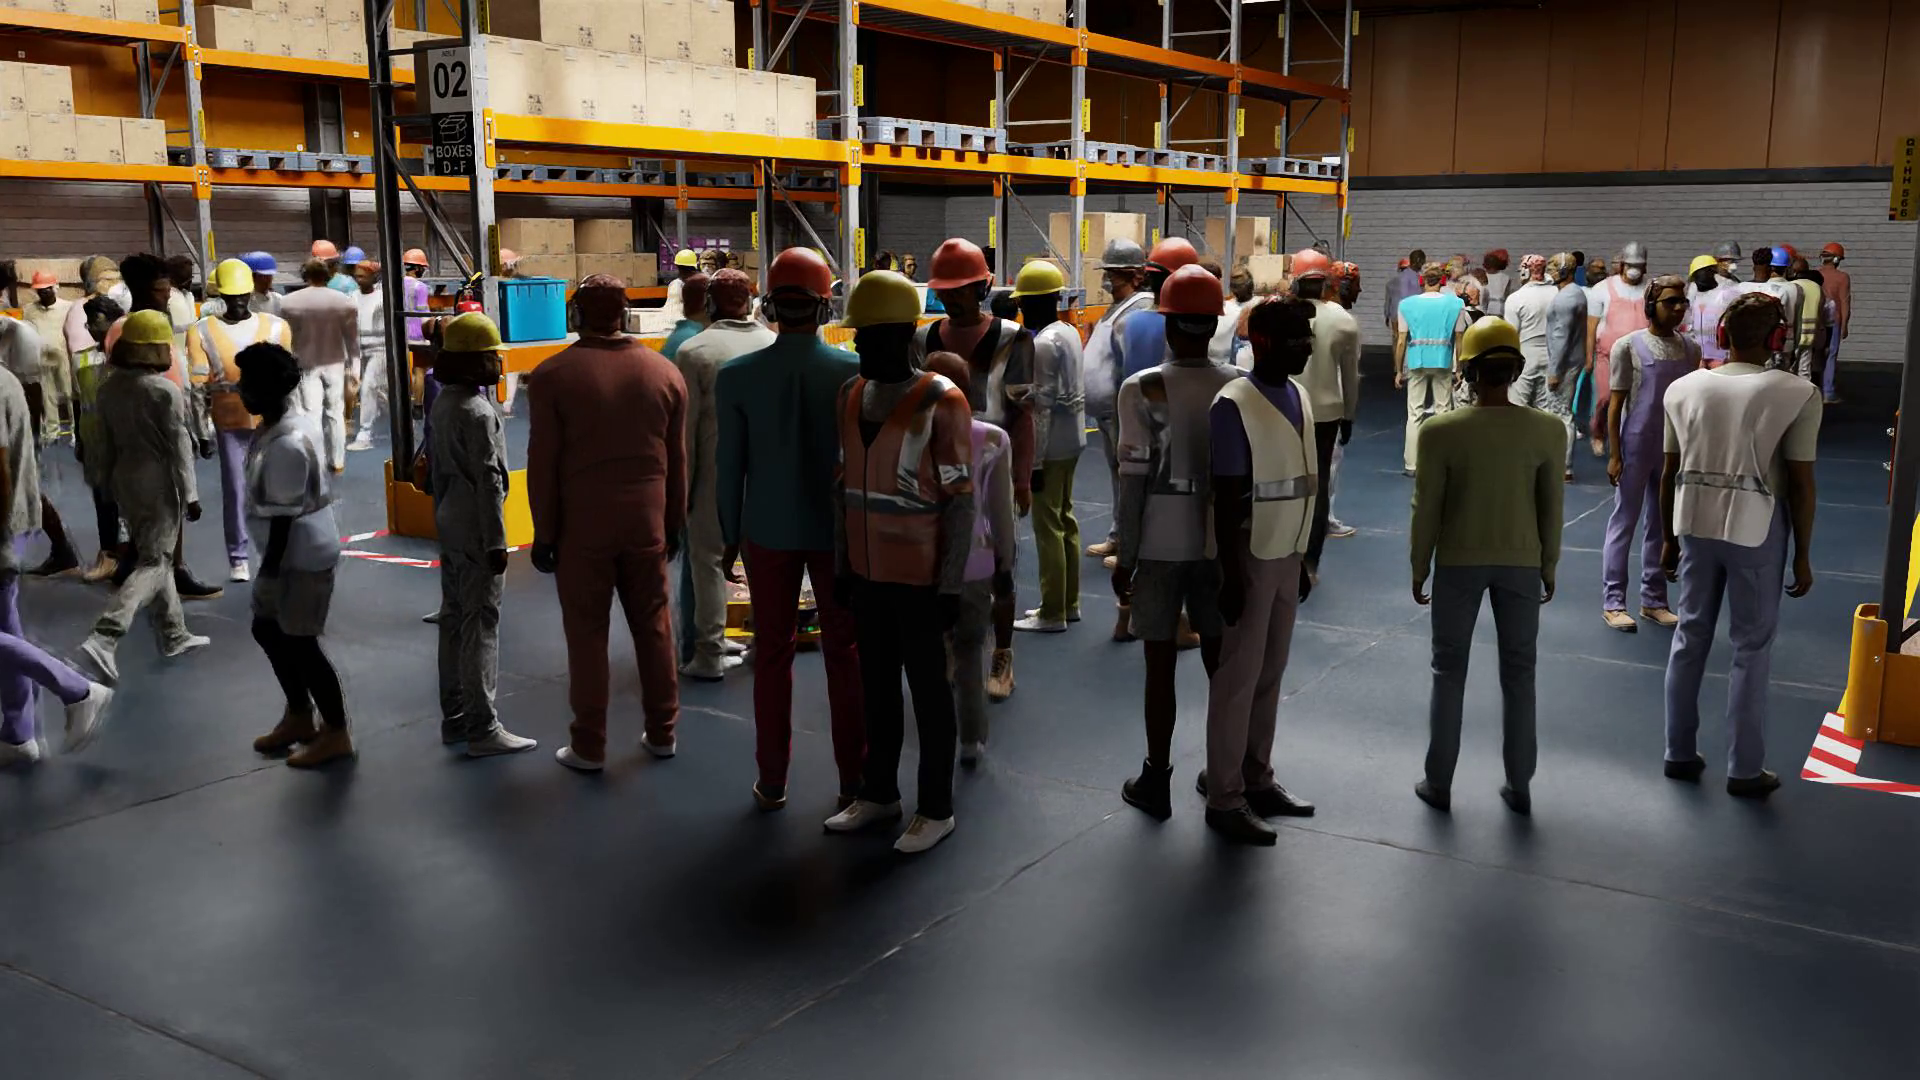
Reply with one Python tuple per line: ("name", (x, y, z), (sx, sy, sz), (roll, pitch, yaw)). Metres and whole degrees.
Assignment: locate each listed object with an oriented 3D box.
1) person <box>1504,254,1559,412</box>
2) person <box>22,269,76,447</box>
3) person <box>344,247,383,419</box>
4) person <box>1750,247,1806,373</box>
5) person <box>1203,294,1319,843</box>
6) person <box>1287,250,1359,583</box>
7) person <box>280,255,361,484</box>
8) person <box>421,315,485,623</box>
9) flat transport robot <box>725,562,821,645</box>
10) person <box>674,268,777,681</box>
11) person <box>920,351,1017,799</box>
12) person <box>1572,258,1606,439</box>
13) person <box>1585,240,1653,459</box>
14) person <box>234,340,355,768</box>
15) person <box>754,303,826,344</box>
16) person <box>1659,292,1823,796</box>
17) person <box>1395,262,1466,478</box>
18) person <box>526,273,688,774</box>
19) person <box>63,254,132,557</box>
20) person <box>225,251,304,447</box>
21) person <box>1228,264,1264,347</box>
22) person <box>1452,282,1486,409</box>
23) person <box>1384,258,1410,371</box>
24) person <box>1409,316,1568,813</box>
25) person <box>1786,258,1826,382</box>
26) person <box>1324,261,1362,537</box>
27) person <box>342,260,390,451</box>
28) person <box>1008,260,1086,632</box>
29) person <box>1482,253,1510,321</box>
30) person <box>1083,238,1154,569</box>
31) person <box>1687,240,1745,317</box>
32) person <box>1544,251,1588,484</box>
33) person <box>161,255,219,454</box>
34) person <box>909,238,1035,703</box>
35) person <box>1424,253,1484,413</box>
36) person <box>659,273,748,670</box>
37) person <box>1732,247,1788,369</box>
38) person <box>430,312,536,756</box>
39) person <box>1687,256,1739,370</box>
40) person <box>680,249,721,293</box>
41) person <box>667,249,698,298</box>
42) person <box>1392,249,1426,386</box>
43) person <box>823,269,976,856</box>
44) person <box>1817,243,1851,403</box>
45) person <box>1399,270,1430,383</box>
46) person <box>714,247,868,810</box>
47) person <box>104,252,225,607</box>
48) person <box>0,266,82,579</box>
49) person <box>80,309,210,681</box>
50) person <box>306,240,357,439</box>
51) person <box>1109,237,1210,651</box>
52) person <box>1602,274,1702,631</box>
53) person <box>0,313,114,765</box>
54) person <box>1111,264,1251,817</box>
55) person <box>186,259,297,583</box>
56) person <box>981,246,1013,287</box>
("person", (4.962, -1.528, 14.505), (0.647, 1.900, 0.400), (-3, 11, -18))
("person", (-8.874, -1.771, 16.277), (0.569, 1.741, 0.353), (-1, 10, -4))
("person", (-6.799, -2.333, 18.821), (0.615, 1.942, 0.408), (-3, 11, -16))
("person", (7.955, -1.886, 16.328), (0.614, 1.949, 0.382), (-2, 10, -12))
("person", (1.025, 0.084, 5.713), (0.374, 1.841, 0.575), (7, 13, 35))
("person", (2.082, -0.770, 10.124), (0.655, 1.949, 0.991), (0, 10, 2))
("person", (-5.372, -1.427, 13.962), (0.636, 1.912, 0.896), (-6, 12, -30))
("person", (-2.678, -0.378, 8.867), (0.313, 1.630, 0.528), (2, 10, 12))
("flat transport robot", (-1.104, 0.306, 8.838), (0.652, 0.197, 1.431), (-1, 10, -8))
("person", (-1.056, -0.302, 7.727), (0.653, 1.894, 0.400), (-8, 13, -39))
("person", (-0.076, 0.107, 6.214), (0.533, 1.609, 0.708), (-2, 10, -12))
("person", (6.420, -1.941, 16.955), (0.514, 1.838, 0.373), (-1, 10, -6))
("person", (6.033, -1.698, 15.037), (0.701, 2.000, 0.540), (2, 10, 9))
("person", (-2.540, 0.067, 6.306), (0.417, 1.659, 0.593), (-6, 12, -30))
("person", (-1.243, -1.162, 12.397), (0.586, 1.923, 0.371), (4, 11, 21))
("person", (2.827, 0.018, 6.107), (0.395, 1.836, 0.561), (-8, 13, -39))
("person", (3.987, -1.433, 14.135), (0.563, 1.838, 0.390), (2, 11, 13))
("person", (-1.358, -0.066, 6.417), (0.649, 1.900, 0.398), (-7, 13, -36))
("person", (-5.423, -0.848, 10.630), (0.418, 1.934, 0.673), (-1, 10, -4))
("person", (-5.610, -1.381, 13.611), (0.722, 1.926, 0.625), (6, 12, 31))
("person", (2.511, -1.453, 14.301), (0.588, 1.819, 0.556), (8, 13, 38))
("person", (4.707, -1.567, 15.447), (0.516, 1.632, 0.314), (-10, 14, -44))
("person", (6.841, -3.473, 25.676), (0.588, 1.742, 0.365), (4, 11, 21))
("person", (1.860, 0.092, 5.916), (0.527, 1.762, 0.345), (1, 10, 7))
("person", (9.020, -2.128, 18.011), (0.629, 1.837, 0.430), (-4, 11, -19))
("person", (2.556, -0.956, 11.384), (0.339, 1.878, 0.571), (-1, 10, -3))
("person", (-5.731, -1.830, 16.336), (0.582, 1.843, 0.943), (4, 11, 19))
("person", (0.446, -0.479, 8.626), (0.396, 1.919, 0.588), (4, 11, 19))
("person", (7.778, -3.298, 24.493), (0.556, 1.825, 0.474), (-1, 10, -5))
("person", (0.987, -0.847, 10.324), (0.536, 2.000, 0.684), (-1, 10, -7))
("person", (7.776, -2.055, 17.020), (0.681, 2.000, 0.535), (-5, 11, -26))
("person", (5.026, -1.429, 13.876), (0.374, 1.931, 0.629), (5, 11, 26))
("person", (-7.212, -1.719, 15.619), (0.982, 1.865, 0.605), (0, 10, -2))
("person", (0.022, -0.296, 7.319), (0.612, 2.029, 0.407), (4, 11, 20))
("person", (5.886, -2.402, 19.421), (0.791, 1.884, 0.647), (-4, 11, -20))
("person", (-1.229, -0.321, 7.913), (0.428, 1.875, 0.656), (-4, 11, -19))
("person", (7.799, -1.888, 16.337), (0.371, 1.958, 0.598), (-8, 13, -38))
("person", (-1.910, -0.025, 6.596), (0.319, 1.742, 0.492), (-8, 13, -37))
("person", (7.159, -1.758, 15.804), (0.381, 1.855, 0.643), (-3, 11, -18))
("person", (-2.519, -1.962, 16.830), (0.635, 1.932, 0.363), (1, 10, 7))
("person", (-3.045, -2.250, 18.449), (0.398, 1.919, 0.589), (0, 10, 1))
("person", (6.259, -3.109, 23.255), (0.649, 1.912, 0.726), (9, 13, 40))
("person", (-0.219, 0.078, 5.510), (0.591, 1.926, 0.386), (10, 14, 43))
("person", (10.781, -2.694, 20.712), (0.392, 1.986, 0.610), (-7, 12, -33))
("person", (6.534, -3.072, 23.596), (0.565, 1.708, 0.903), (7, 13, 36))
("person", (-0.555, -0.028, 5.909), (0.610, 1.996, 0.379), (-1, 10, -3))
("person", (-4.427, -0.604, 9.202), (0.474, 1.956, 0.630), (-2, 10, -10))
("person", (-5.704, -0.675, 9.752), (0.672, 1.909, 0.738), (3, 11, 18))
("person", (-3.859, -0.224, 7.804), (0.499, 1.706, 0.802), (4, 11, 21))
("person", (-6.342, -2.005, 16.779), (0.626, 2.022, 0.466), (6, 12, 28))
("person", (1.009, -0.475, 8.275), (0.400, 2.037, 0.626), (-9, 14, -41))
("person", (3.598, -0.445, 8.640), (0.506, 1.847, 0.345), (-2, 11, -13))
("person", (-3.623, -0.033, 6.319), (0.475, 1.858, 0.549), (-6, 12, -28))
("person", (0.790, 0.010, 5.862), (0.552, 1.936, 0.358), (-3, 11, -14))
("person", (-4.235, -0.702, 9.879), (0.592, 1.915, 0.392), (-7, 12, -33))
("person", (0.345, -2.430, 19.300), (0.606, 1.966, 0.367), (2, 10, 11))
